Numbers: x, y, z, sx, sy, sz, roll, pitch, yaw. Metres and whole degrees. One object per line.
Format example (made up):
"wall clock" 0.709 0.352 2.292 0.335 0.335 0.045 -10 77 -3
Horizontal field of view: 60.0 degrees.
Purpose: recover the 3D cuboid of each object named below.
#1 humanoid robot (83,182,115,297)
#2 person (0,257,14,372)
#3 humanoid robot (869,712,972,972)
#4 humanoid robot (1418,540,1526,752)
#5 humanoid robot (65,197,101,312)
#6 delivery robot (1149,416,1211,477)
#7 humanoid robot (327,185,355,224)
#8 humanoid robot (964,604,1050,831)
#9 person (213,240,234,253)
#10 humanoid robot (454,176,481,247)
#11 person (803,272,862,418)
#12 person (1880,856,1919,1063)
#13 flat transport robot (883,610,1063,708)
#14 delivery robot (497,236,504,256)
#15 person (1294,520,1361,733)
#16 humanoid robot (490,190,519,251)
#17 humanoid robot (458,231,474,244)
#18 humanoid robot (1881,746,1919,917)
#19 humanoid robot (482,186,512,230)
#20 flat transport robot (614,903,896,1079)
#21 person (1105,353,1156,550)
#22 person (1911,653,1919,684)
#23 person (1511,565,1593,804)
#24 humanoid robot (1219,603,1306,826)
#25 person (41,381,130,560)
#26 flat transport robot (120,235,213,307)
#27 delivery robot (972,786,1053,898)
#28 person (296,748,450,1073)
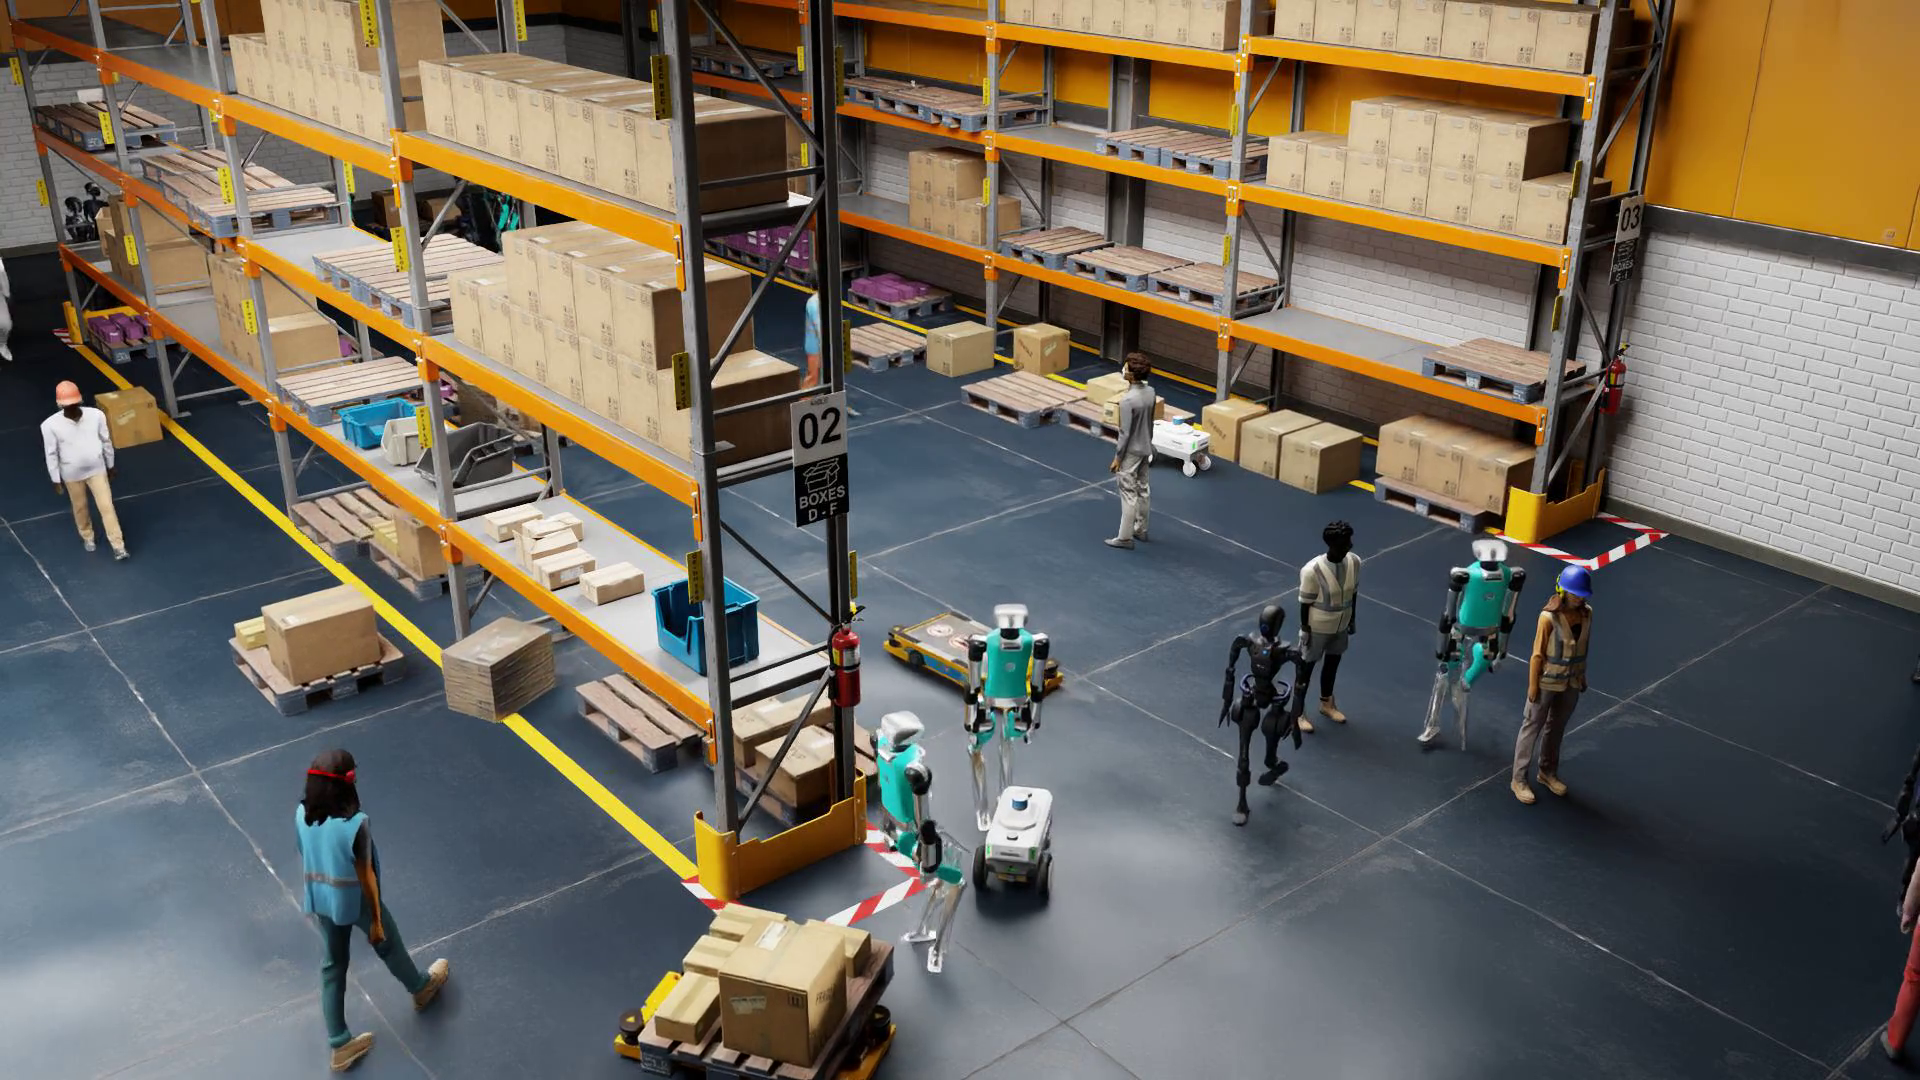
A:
"humanoid robot" -12.297 -4.336 23.931 0.606 1.637 0.610 8 24 17
"person" -12.103 -3.021 20.596 0.658 1.885 0.459 -19 30 -37
"humanoid robot" -0.152 1.732 9.759 0.732 1.754 0.614 -14 27 -30
"humanoid robot" 3.649 0.760 12.085 0.530 1.824 0.779 -1 23 -3
"humanoid robot" -12.035 -3.886 22.850 0.328 1.653 0.600 -6 24 -15
"delivery robot" 2.282 -1.029 17.661 0.774 0.592 0.499 21 31 39
"humanoid robot" -8.890 -4.195 23.531 1.038 1.730 0.585 6 24 13
"humanoid robot" 0.269 1.121 11.172 0.554 1.741 0.837 -3 23 -6
"person" -9.642 -3.728 22.287 0.511 1.860 0.591 15 28 31
"humanoid robot" -7.328 -4.622 24.617 0.710 1.634 0.592 -14 27 -30
"person" -1.477 -2.166 18.805 0.790 1.735 0.493 6 24 14
"person" 5.384 2.101 8.904 0.616 1.757 0.346 19 30 37
"flat transport robot" 0.092 0.944 13.456 0.659 0.231 1.431 -21 31 -39
"delivery robot" -6.793 -4.538 25.816 0.791 0.614 0.499 11 25 23
"person" 2.734 0.628 12.397 0.534 1.693 0.320 -12 26 -25
"humanoid robot" -6.958 -5.060 25.509 0.552 1.794 0.670 6 24 14
"humanoid robot" -6.119 -3.120 21.123 0.720 1.635 0.591 11 26 24
"humanoid robot" 5.903 1.704 9.979 0.600 1.620 0.791 10 25 22
"humanoid robot" -7.603 -5.820 27.304 0.530 1.744 1.023 -17 29 -34
"flat transport robot" -1.140 2.747 9.283 1.431 0.231 0.659 8 25 17
"person" 1.628 -0.829 15.505 0.390 1.901 0.543 19 30 37
"person" 7.804 0.266 12.946 0.549 1.922 0.387 15 27 31
"person" 4.126 0.983 11.461 0.481 1.776 0.321 -9 25 -20
"humanoid robot" 2.086 1.118 11.358 0.593 1.630 0.752 10 25 23
"person" -8.051 -0.631 15.292 0.576 1.703 0.864 -15 28 -31
"flat transport robot" -11.024 -3.385 23.481 1.431 0.231 0.659 4 24 10
"delivery robot" 0.381 1.941 10.798 0.500 0.602 0.774 5 24 11
"person" -3.296 1.943 9.179 0.512 1.820 0.954 7 24 17
